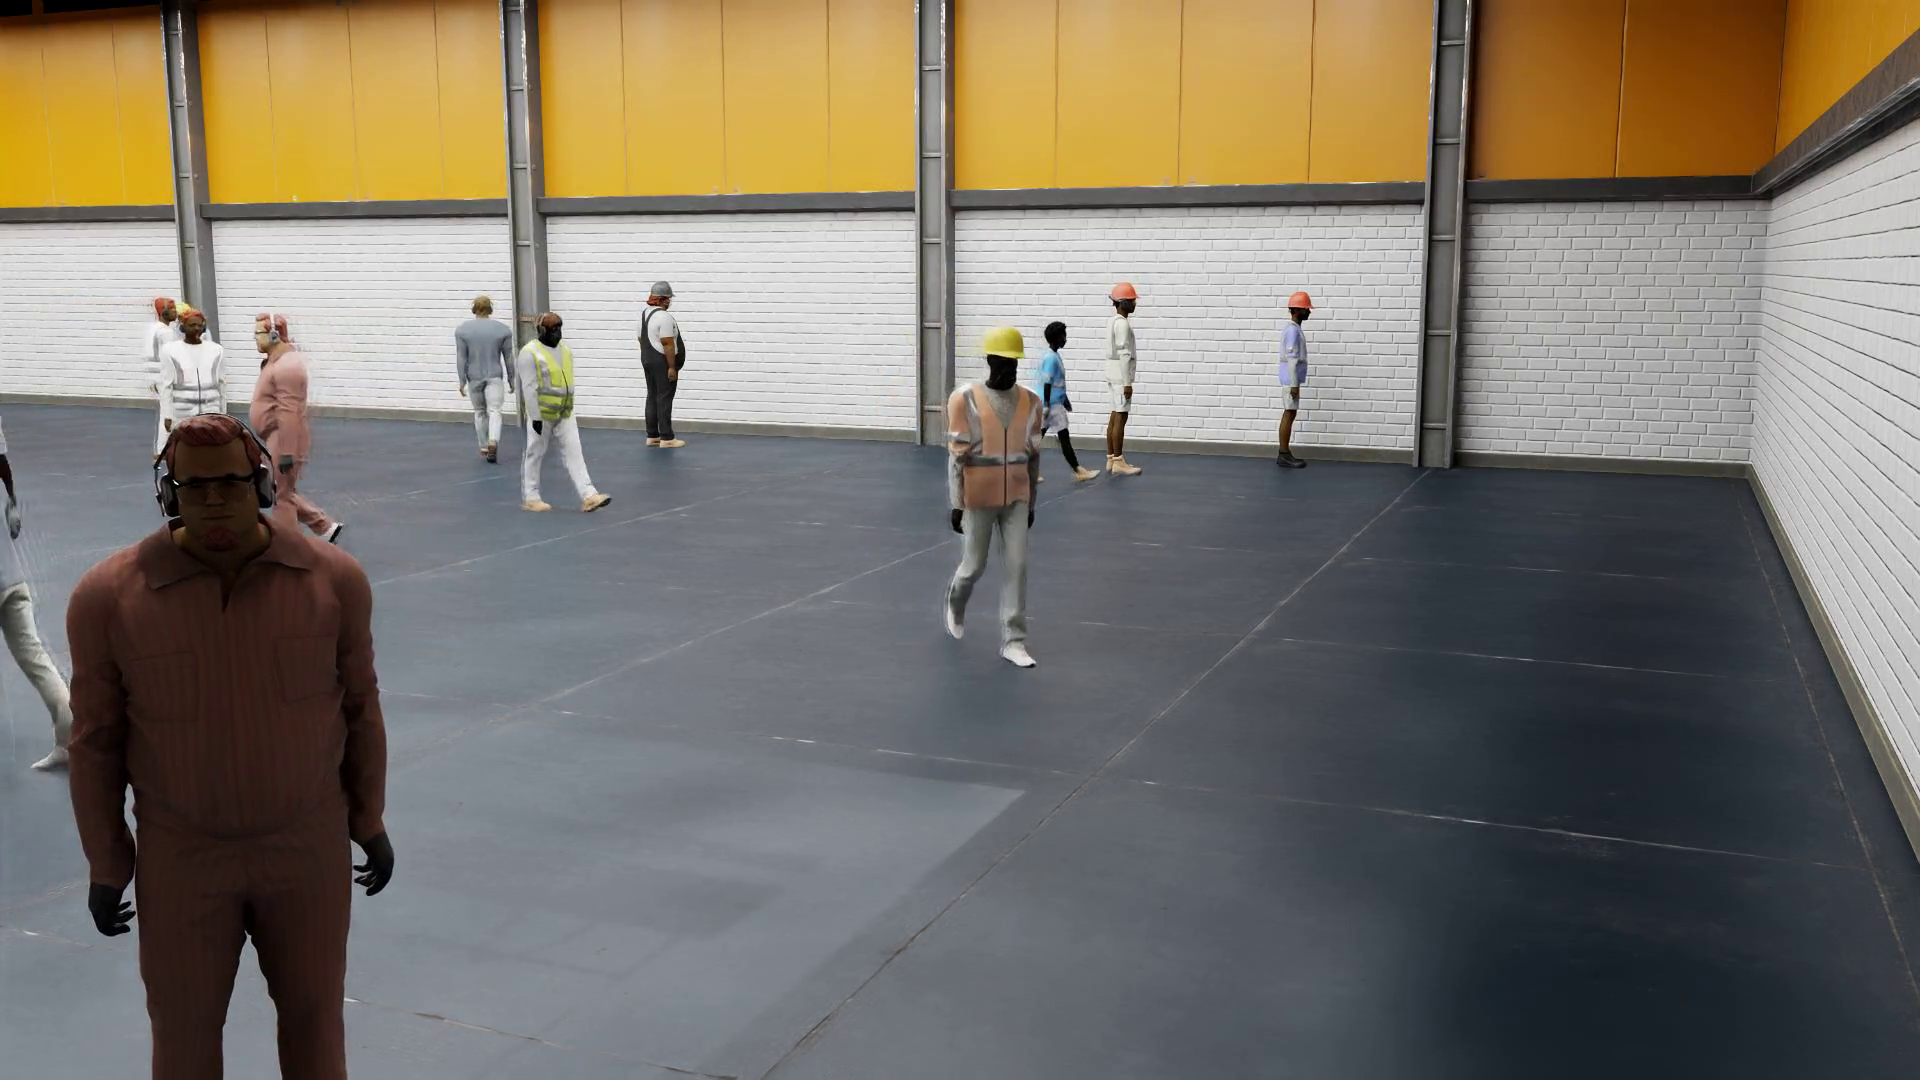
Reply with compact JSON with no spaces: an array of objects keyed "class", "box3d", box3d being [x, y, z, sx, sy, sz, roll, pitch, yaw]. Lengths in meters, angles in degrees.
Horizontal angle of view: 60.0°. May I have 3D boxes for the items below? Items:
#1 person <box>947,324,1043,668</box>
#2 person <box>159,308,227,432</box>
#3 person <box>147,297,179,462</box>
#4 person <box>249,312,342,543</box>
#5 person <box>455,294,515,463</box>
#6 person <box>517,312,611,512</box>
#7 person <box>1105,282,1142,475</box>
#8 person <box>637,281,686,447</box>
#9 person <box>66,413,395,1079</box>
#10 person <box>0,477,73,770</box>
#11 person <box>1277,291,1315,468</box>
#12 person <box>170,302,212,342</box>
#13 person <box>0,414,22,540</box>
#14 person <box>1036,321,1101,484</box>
[{"class":"person","box3d":[0.181,-0.270,9.397,0.596,1.904,0.787,-3,10,-20]},{"class":"person","box3d":[-6.955,-1.184,15.110,0.579,1.851,0.932,-7,12,-36]},{"class":"person","box3d":[-8.900,-1.810,18.838,0.586,1.862,0.602,-7,12,-38]},{"class":"person","box3d":[-4.862,-0.699,12.046,0.539,1.893,0.648,-5,11,-28]},{"class":"person","box3d":[-5.379,-1.833,18.873,0.641,1.908,0.936,-2,10,-14]},{"class":"person","box3d":[-3.586,-1.119,14.848,0.939,1.794,0.660,6,11,32]},{"class":"person","box3d":[1.737,-1.717,17.726,0.367,2.048,0.607,-1,9,-6]},{"class":"person","box3d":[-3.637,-2.164,20.456,0.535,2.000,0.686,-7,12,-37]},{"class":"person","box3d":[-1.594,0.668,3.698,0.654,1.906,0.407,-5,11,-30]},{"class":"person","box3d":[-4.275,0.243,7.242,0.891,1.580,0.521,1,9,5]},{"class":"person","box3d":[3.709,-1.768,18.369,0.376,1.935,0.550,2,10,10]},{"class":"person","box3d":[-9.729,-2.111,21.033,0.592,1.762,0.957,-6,11,-31]},{"class":"person","box3d":[-5.218,-0.164,8.644,0.867,1.929,0.650,6,11,34]},{"class":"person","box3d":[1.000,-1.383,16.864,0.858,1.644,0.547,0,9,2]}]
